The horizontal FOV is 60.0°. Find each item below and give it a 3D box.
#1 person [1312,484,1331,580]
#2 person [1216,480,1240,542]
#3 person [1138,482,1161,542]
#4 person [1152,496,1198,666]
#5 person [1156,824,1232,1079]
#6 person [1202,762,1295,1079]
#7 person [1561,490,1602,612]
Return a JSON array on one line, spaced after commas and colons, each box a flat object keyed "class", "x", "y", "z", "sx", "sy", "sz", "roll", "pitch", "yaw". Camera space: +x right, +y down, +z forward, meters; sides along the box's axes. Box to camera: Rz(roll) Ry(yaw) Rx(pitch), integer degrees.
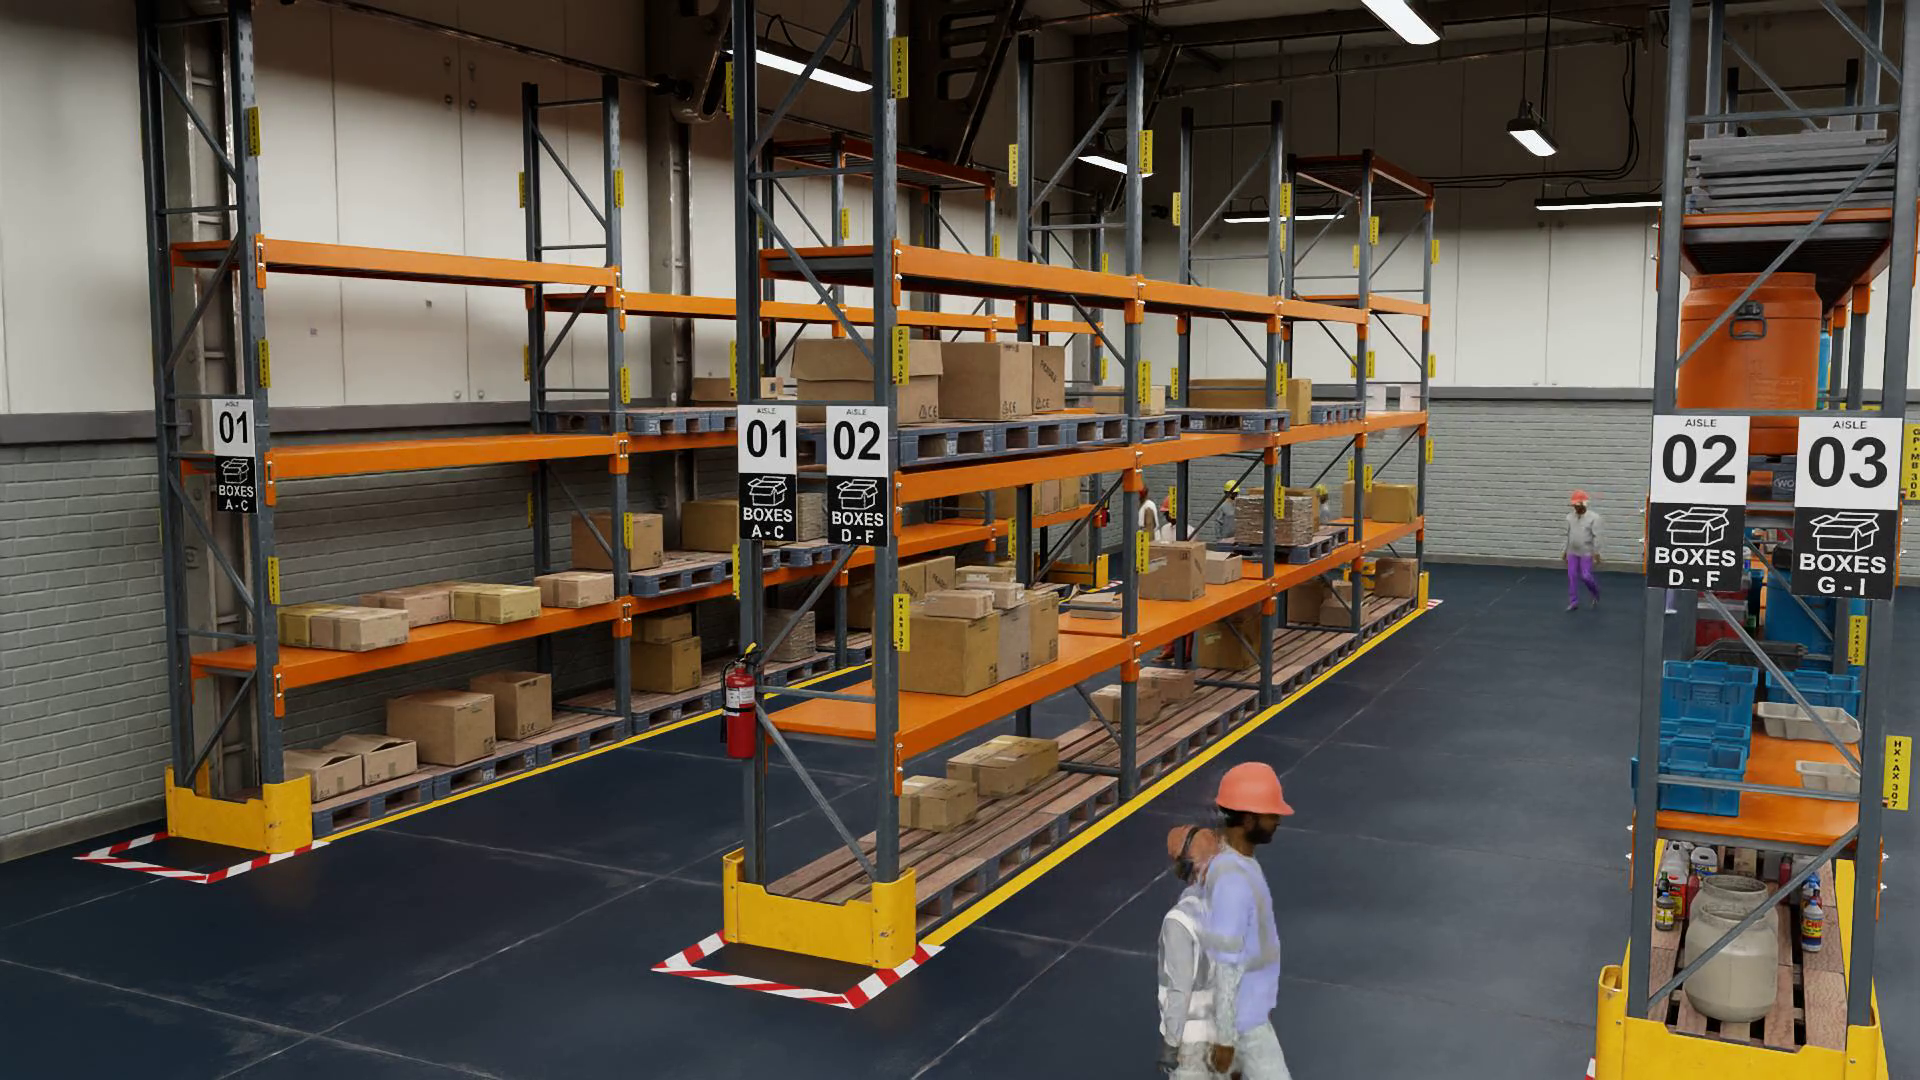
[{"class": "person", "x": 5.370, "y": 0.005, "z": 25.005, "sx": 0.377, "sy": 1.707, "sz": 0.537, "roll": -2, "pitch": 6, "yaw": -16}, {"class": "person", "x": 4.061, "y": -0.018, "z": 24.980, "sx": 0.526, "sy": 1.769, "sz": 0.328, "roll": -4, "pitch": 7, "yaw": -31}, {"class": "person", "x": 2.714, "y": 0.066, "z": 23.919, "sx": 0.530, "sy": 1.822, "sz": 0.785, "roll": 0, "pitch": 6, "yaw": -4}, {"class": "person", "x": 2.500, "y": 0.462, "z": 19.225, "sx": 0.392, "sy": 1.991, "sz": 0.612, "roll": -4, "pitch": 7, "yaw": -32}, {"class": "person", "x": 0.943, "y": 1.936, "z": 6.589, "sx": 0.309, "sy": 1.639, "sz": 0.523, "roll": 4, "pitch": 7, "yaw": 35}, {"class": "person", "x": 1.106, "y": 1.806, "z": 6.577, "sx": 0.843, "sy": 1.910, "sz": 0.565, "roll": 1, "pitch": 6, "yaw": 6}, {"class": "person", "x": 8.771, "y": 0.152, "z": 23.482, "sx": 0.487, "sy": 1.730, "sz": 0.585, "roll": -4, "pitch": 7, "yaw": -33}]
